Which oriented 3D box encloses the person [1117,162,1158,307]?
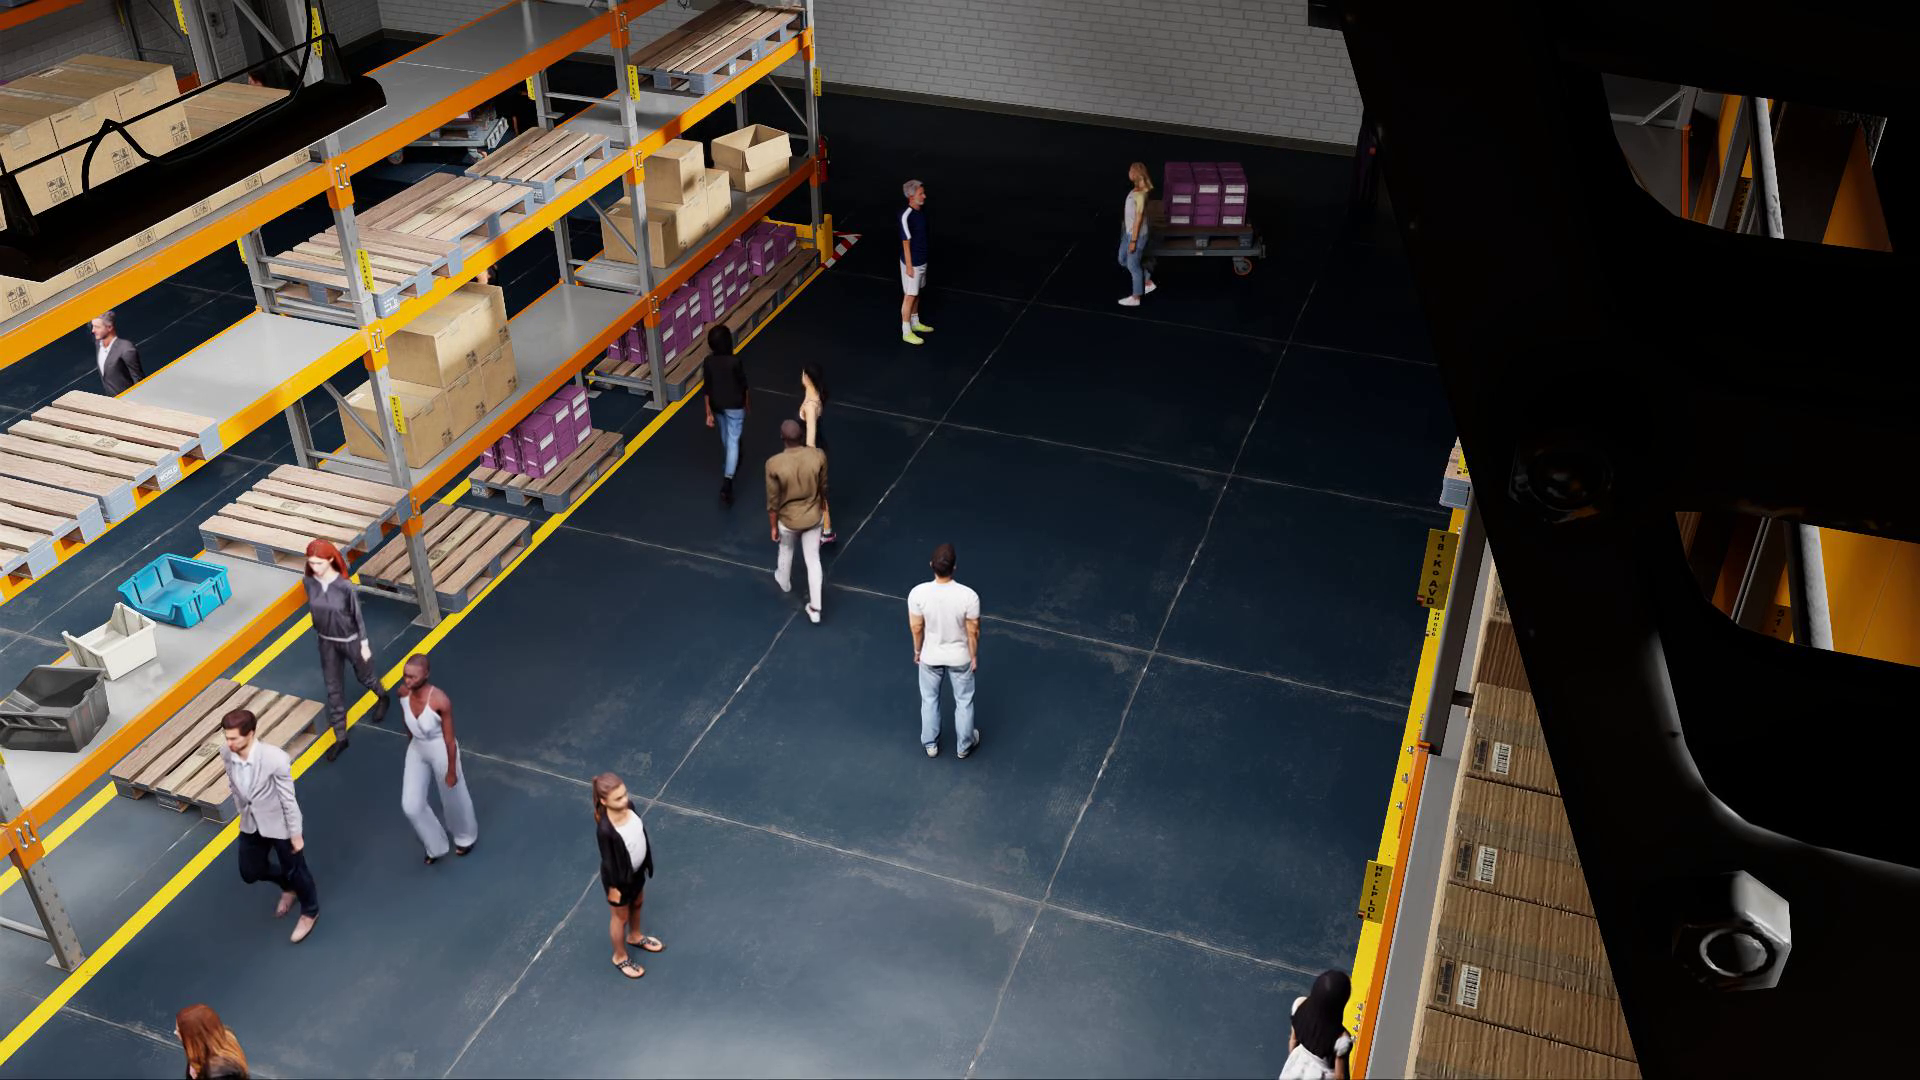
[{"bbox_3d":[2.083,-3.420,18.721,0.811,1.712,0.747,-1,34,-1],"label":"person"}]

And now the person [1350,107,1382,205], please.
[{"bbox_3d":[5.282,-5.156,21.422,0.697,1.615,0.579,5,34,8],"label":"person"}]

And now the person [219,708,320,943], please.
[{"bbox_3d":[-4.416,1.777,10.787,0.706,1.840,0.685,8,34,11],"label":"person"}]

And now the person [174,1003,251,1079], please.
[{"bbox_3d":[-3.863,3.091,8.928,0.741,1.710,0.690,-16,37,-23],"label":"person"}]

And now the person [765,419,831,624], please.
[{"bbox_3d":[-1.288,-0.117,13.680,1.086,1.792,1.179,-10,35,-14],"label":"person"}]

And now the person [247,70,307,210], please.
[{"bbox_3d":[-8.551,-5.042,21.041,0.902,1.845,0.833,-6,34,-9],"label":"person"}]

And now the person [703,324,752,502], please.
[{"bbox_3d":[-2.147,-1.146,15.346,0.680,1.662,1.209,6,34,9],"label":"person"}]

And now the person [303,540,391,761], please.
[{"bbox_3d":[-4.577,0.724,12.451,0.701,1.752,1.017,6,34,9],"label":"person"}]

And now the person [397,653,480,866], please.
[{"bbox_3d":[-3.515,1.442,11.357,0.614,1.768,0.684,12,36,18],"label":"person"}]

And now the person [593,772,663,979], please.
[{"bbox_3d":[-2.142,2.090,10.574,0.608,1.555,0.491,14,36,20],"label":"person"}]

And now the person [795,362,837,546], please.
[{"bbox_3d":[-1.270,-0.719,14.677,0.799,1.691,0.623,-4,34,-6],"label":"person"}]

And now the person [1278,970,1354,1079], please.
[{"bbox_3d":[1.913,2.989,9.027,0.812,1.769,0.782,-23,40,-30],"label":"person"}]

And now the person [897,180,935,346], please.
[{"bbox_3d":[-0.496,-3.048,18.047,0.683,1.838,0.472,11,35,16],"label":"person"}]

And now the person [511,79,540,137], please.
[{"bbox_3d":[-5.417,-5.051,21.134,0.611,1.758,0.543,11,35,16],"label":"person"}]

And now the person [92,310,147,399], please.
[{"bbox_3d":[-7.722,-1.305,15.422,0.755,1.842,0.668,18,38,25],"label":"person"}]

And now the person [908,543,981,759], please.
[{"bbox_3d":[-0.103,0.823,12.198,0.720,1.866,0.643,5,34,7],"label":"person"}]
